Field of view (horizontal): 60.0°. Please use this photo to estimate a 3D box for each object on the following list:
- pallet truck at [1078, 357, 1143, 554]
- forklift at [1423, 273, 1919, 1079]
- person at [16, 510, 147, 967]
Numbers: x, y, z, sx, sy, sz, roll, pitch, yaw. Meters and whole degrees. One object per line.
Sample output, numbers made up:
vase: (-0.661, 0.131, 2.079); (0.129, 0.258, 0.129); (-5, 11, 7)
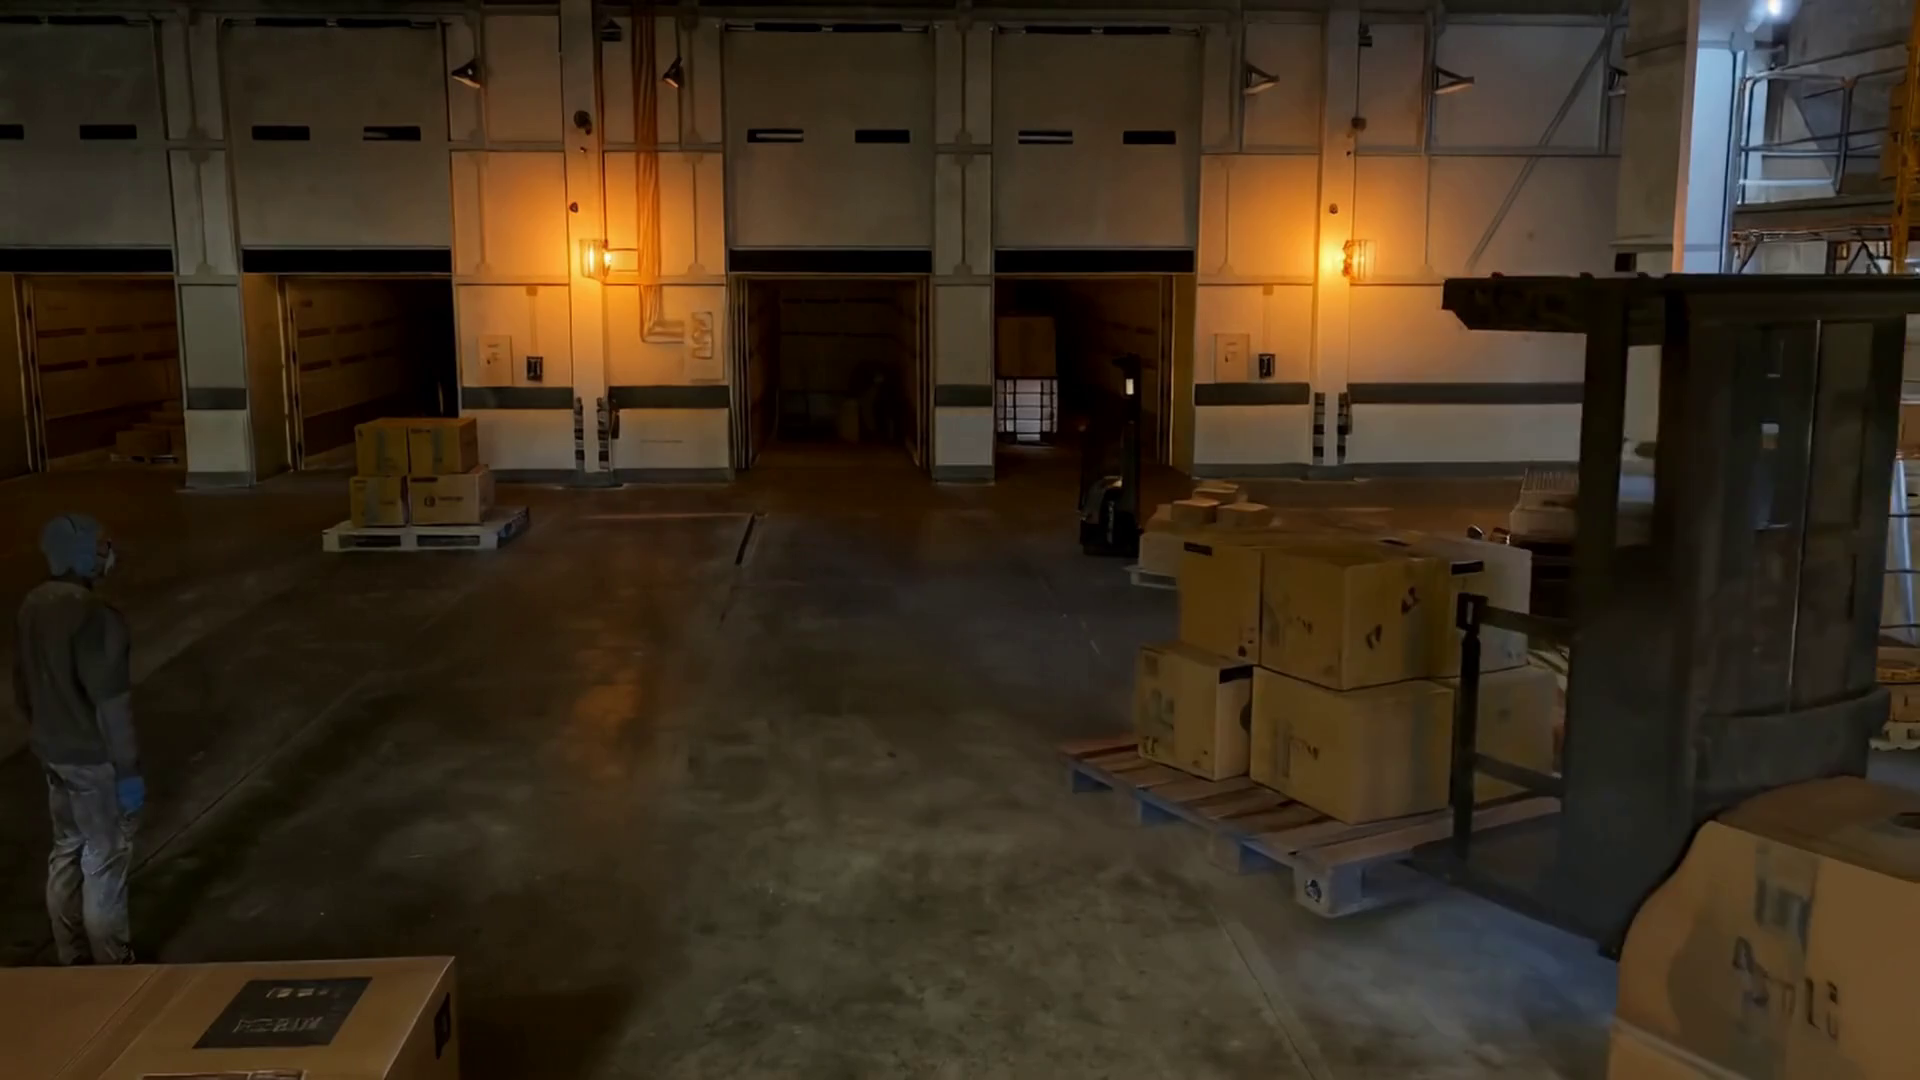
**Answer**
pallet truck: (2.088, -0.836, 16.757); (1.885, 1.965, 0.823); (2, 9, 13)
forklift: (2.716, 0.503, 5.592); (1.129, 2.768, 1.873); (-5, 10, -30)
person: (-3.333, 0.845, 6.389); (0.631, 1.940, 0.372); (6, 11, 35)
